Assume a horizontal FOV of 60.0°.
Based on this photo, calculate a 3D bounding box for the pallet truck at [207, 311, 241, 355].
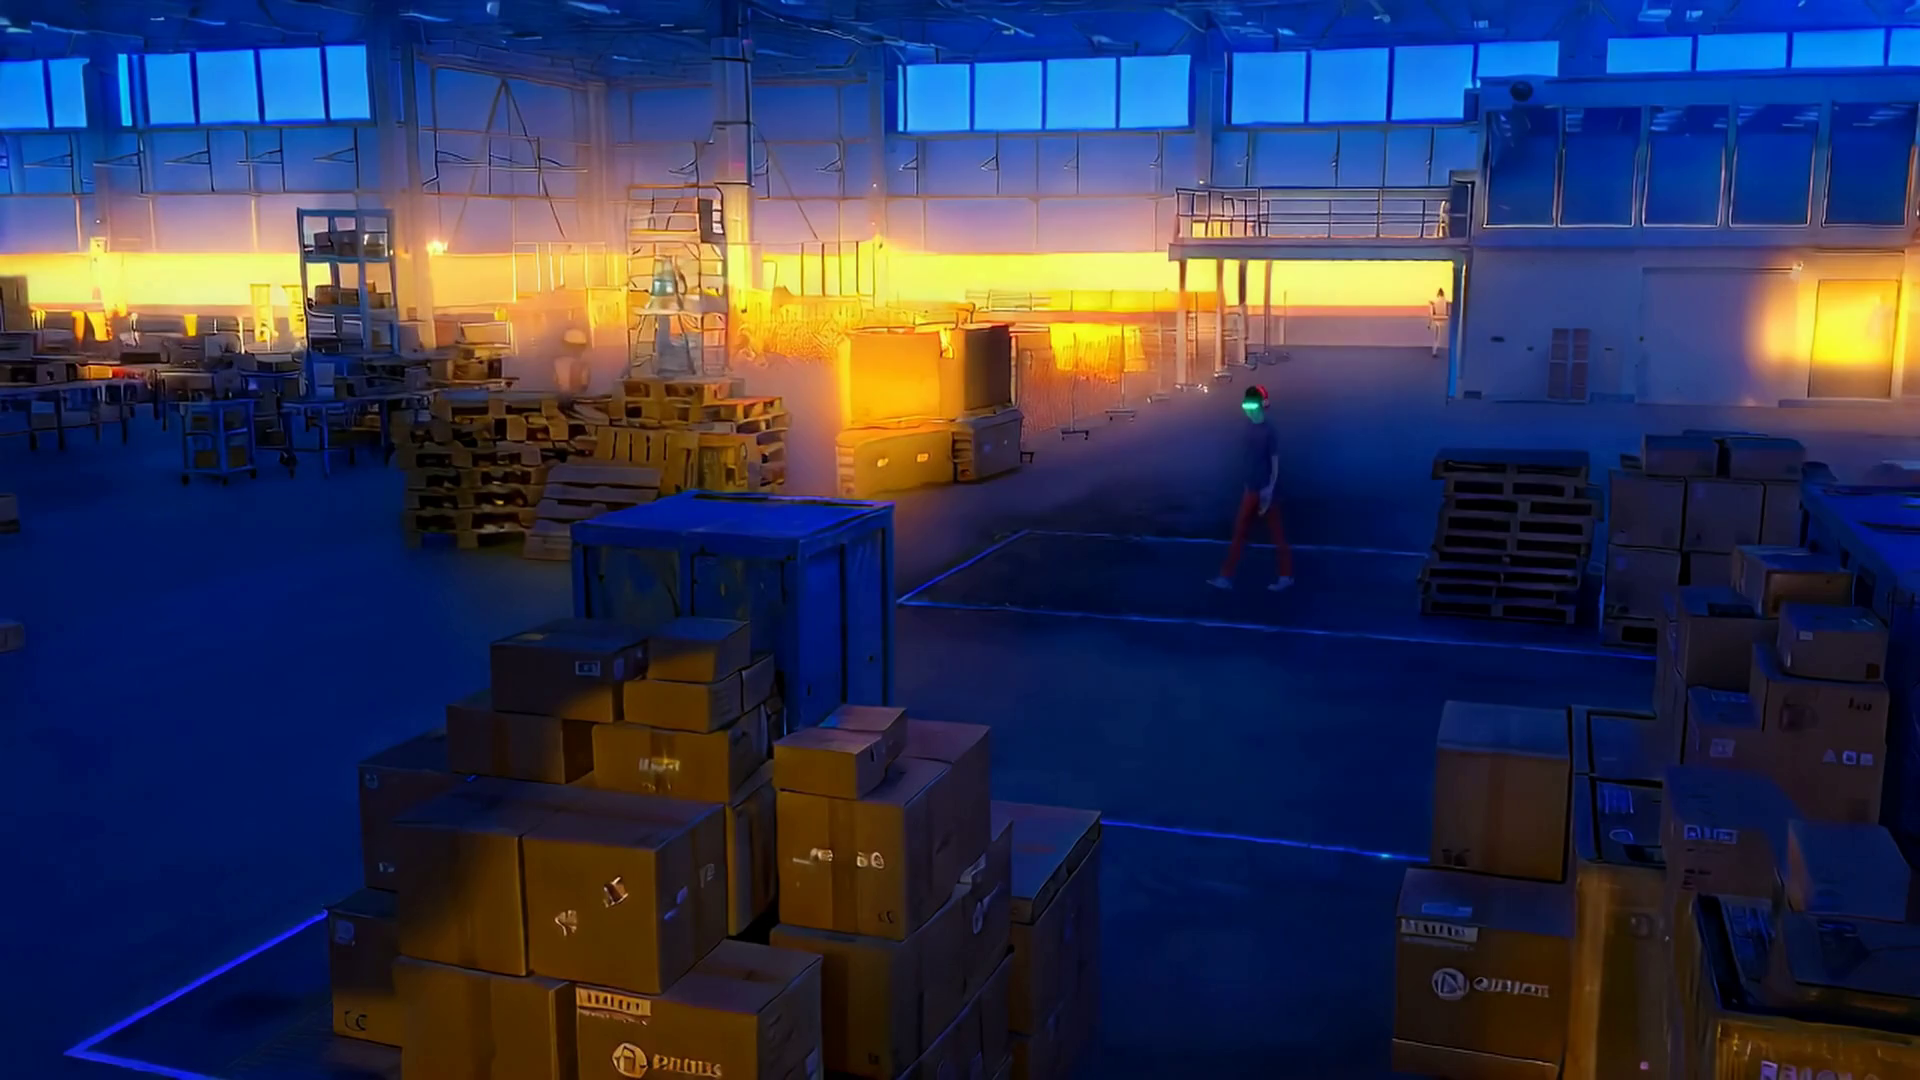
[{"bbox_3d":[-19.537,-5.575,44.913,0.653,1.274,1.630,3,11,19],"label":"pallet truck"}]

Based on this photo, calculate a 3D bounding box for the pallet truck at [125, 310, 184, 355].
[{"bbox_3d":[-22.038,-5.665,45.457,0.704,1.261,1.522,3,11,17],"label":"pallet truck"}]

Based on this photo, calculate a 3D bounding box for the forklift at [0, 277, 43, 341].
[{"bbox_3d":[-27.151,-6.329,46.328,1.157,1.987,2.680,3,11,17],"label":"forklift"}]

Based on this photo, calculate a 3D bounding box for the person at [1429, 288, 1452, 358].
[{"bbox_3d":[12.904,-5.824,44.677,0.575,1.885,0.355,3,11,18],"label":"person"}]

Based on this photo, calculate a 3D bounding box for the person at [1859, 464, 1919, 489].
[{"bbox_3d":[4.493,0.600,8.313,0.981,1.946,0.627,-1,10,-6],"label":"person"}]

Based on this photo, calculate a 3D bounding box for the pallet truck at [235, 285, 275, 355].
[{"bbox_3d":[-18.327,-5.835,44.421,0.823,1.965,1.885,4,11,23],"label":"pallet truck"}]

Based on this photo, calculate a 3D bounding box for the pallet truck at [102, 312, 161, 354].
[{"bbox_3d":[-23.057,-5.777,46.261,0.680,1.201,1.601,3,11,19],"label":"pallet truck"}]

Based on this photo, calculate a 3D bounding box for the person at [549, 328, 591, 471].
[{"bbox_3d":[-4.761,-1.576,20.364,0.621,2.025,0.733,9,14,42],"label":"person"}]

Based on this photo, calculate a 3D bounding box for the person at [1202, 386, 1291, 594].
[{"bbox_3d":[2.573,-0.421,14.430,0.969,1.815,0.541,-7,12,-35],"label":"person"}]

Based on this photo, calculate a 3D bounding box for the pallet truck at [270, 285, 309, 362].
[{"bbox_3d":[-17.147,-5.700,43.663,0.823,1.965,1.885,3,11,17],"label":"pallet truck"}]
